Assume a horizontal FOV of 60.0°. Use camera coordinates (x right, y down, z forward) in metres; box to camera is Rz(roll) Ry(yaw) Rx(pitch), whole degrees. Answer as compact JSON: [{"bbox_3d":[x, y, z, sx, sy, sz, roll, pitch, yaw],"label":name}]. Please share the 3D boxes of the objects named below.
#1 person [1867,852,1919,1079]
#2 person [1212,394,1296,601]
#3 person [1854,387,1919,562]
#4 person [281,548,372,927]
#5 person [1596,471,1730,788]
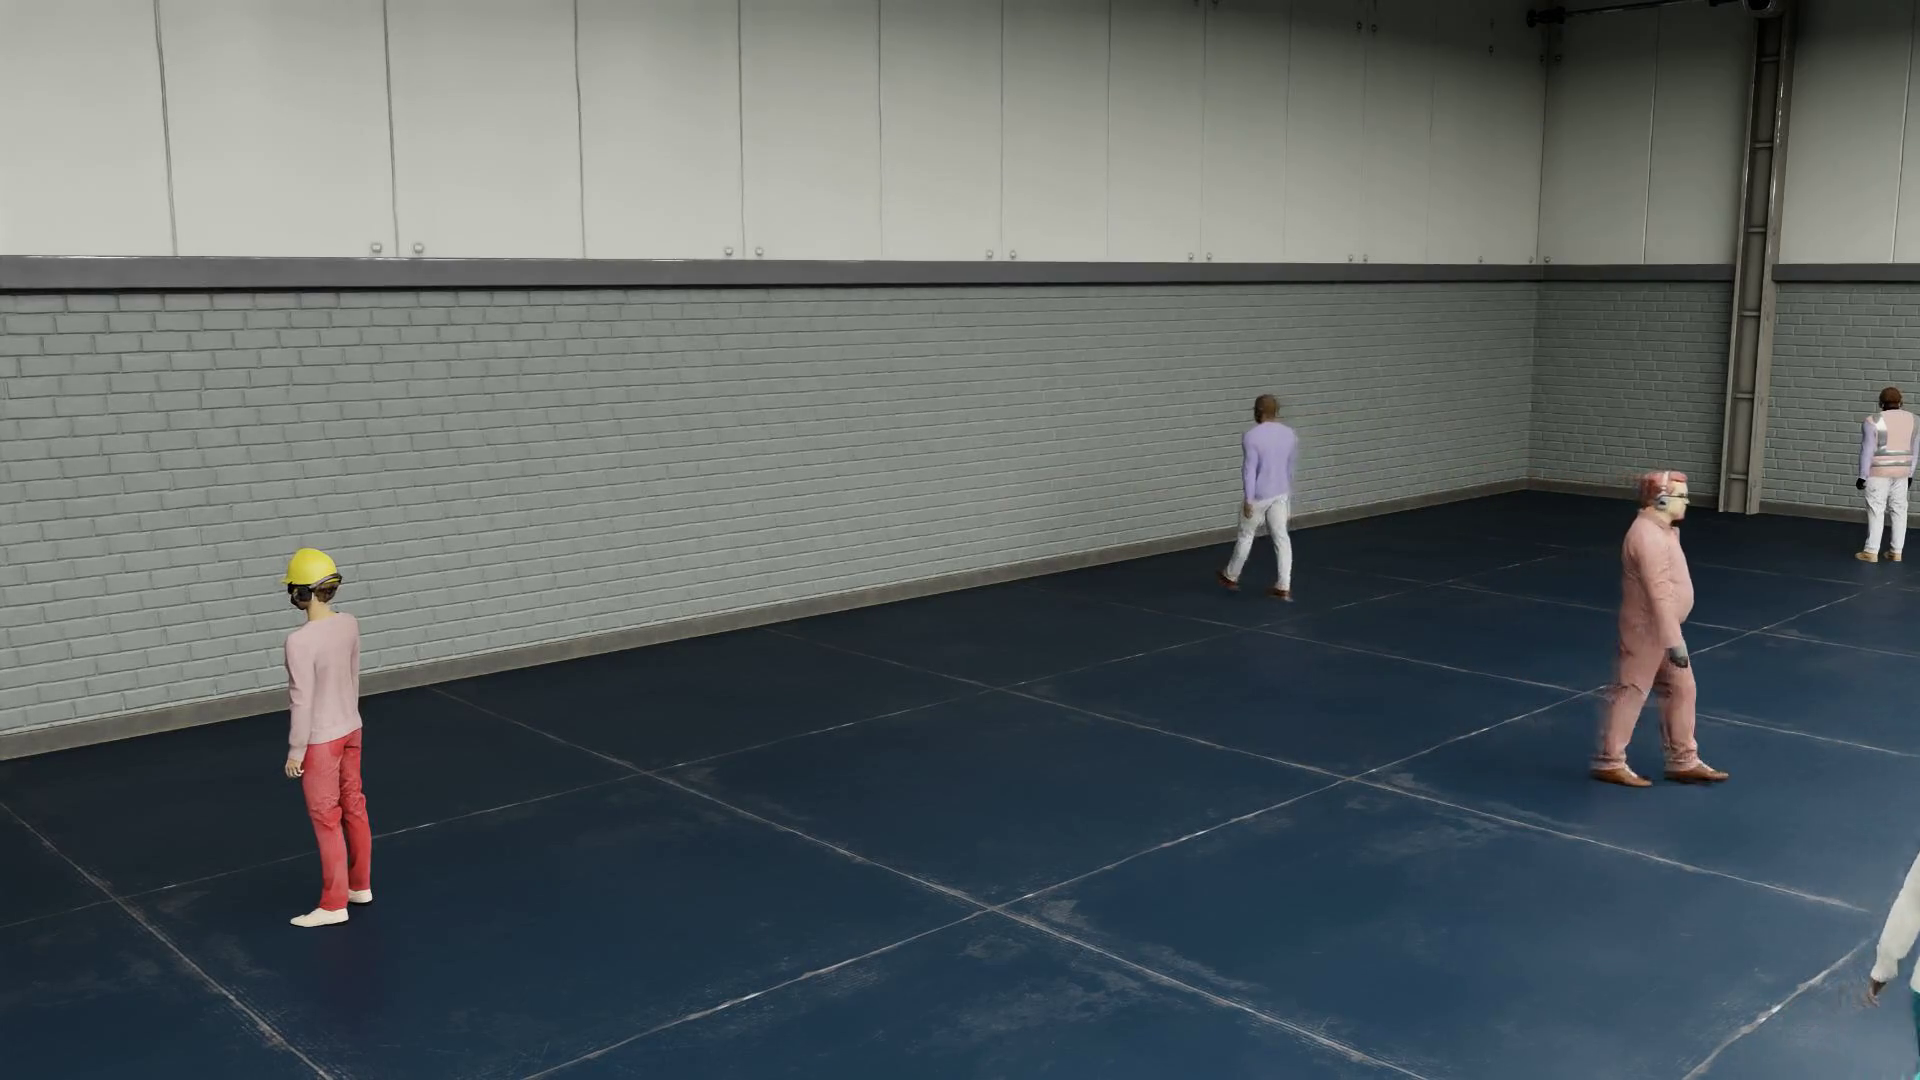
[{"bbox_3d":[3.034,1.397,4.932,0.381,1.705,0.605,-4,10,-23],"label":"person"},{"bbox_3d":[2.793,-0.418,15.588,0.657,1.893,0.992,-5,11,-30],"label":"person"},{"bbox_3d":[9.696,-0.681,17.427,0.624,1.841,0.430,-1,9,-3],"label":"person"},{"bbox_3d":[-2.969,0.915,7.747,0.315,1.768,0.526,1,9,9],"label":"person"},{"bbox_3d":[4.163,0.547,9.673,0.819,1.882,0.652,5,10,29],"label":"person"}]
